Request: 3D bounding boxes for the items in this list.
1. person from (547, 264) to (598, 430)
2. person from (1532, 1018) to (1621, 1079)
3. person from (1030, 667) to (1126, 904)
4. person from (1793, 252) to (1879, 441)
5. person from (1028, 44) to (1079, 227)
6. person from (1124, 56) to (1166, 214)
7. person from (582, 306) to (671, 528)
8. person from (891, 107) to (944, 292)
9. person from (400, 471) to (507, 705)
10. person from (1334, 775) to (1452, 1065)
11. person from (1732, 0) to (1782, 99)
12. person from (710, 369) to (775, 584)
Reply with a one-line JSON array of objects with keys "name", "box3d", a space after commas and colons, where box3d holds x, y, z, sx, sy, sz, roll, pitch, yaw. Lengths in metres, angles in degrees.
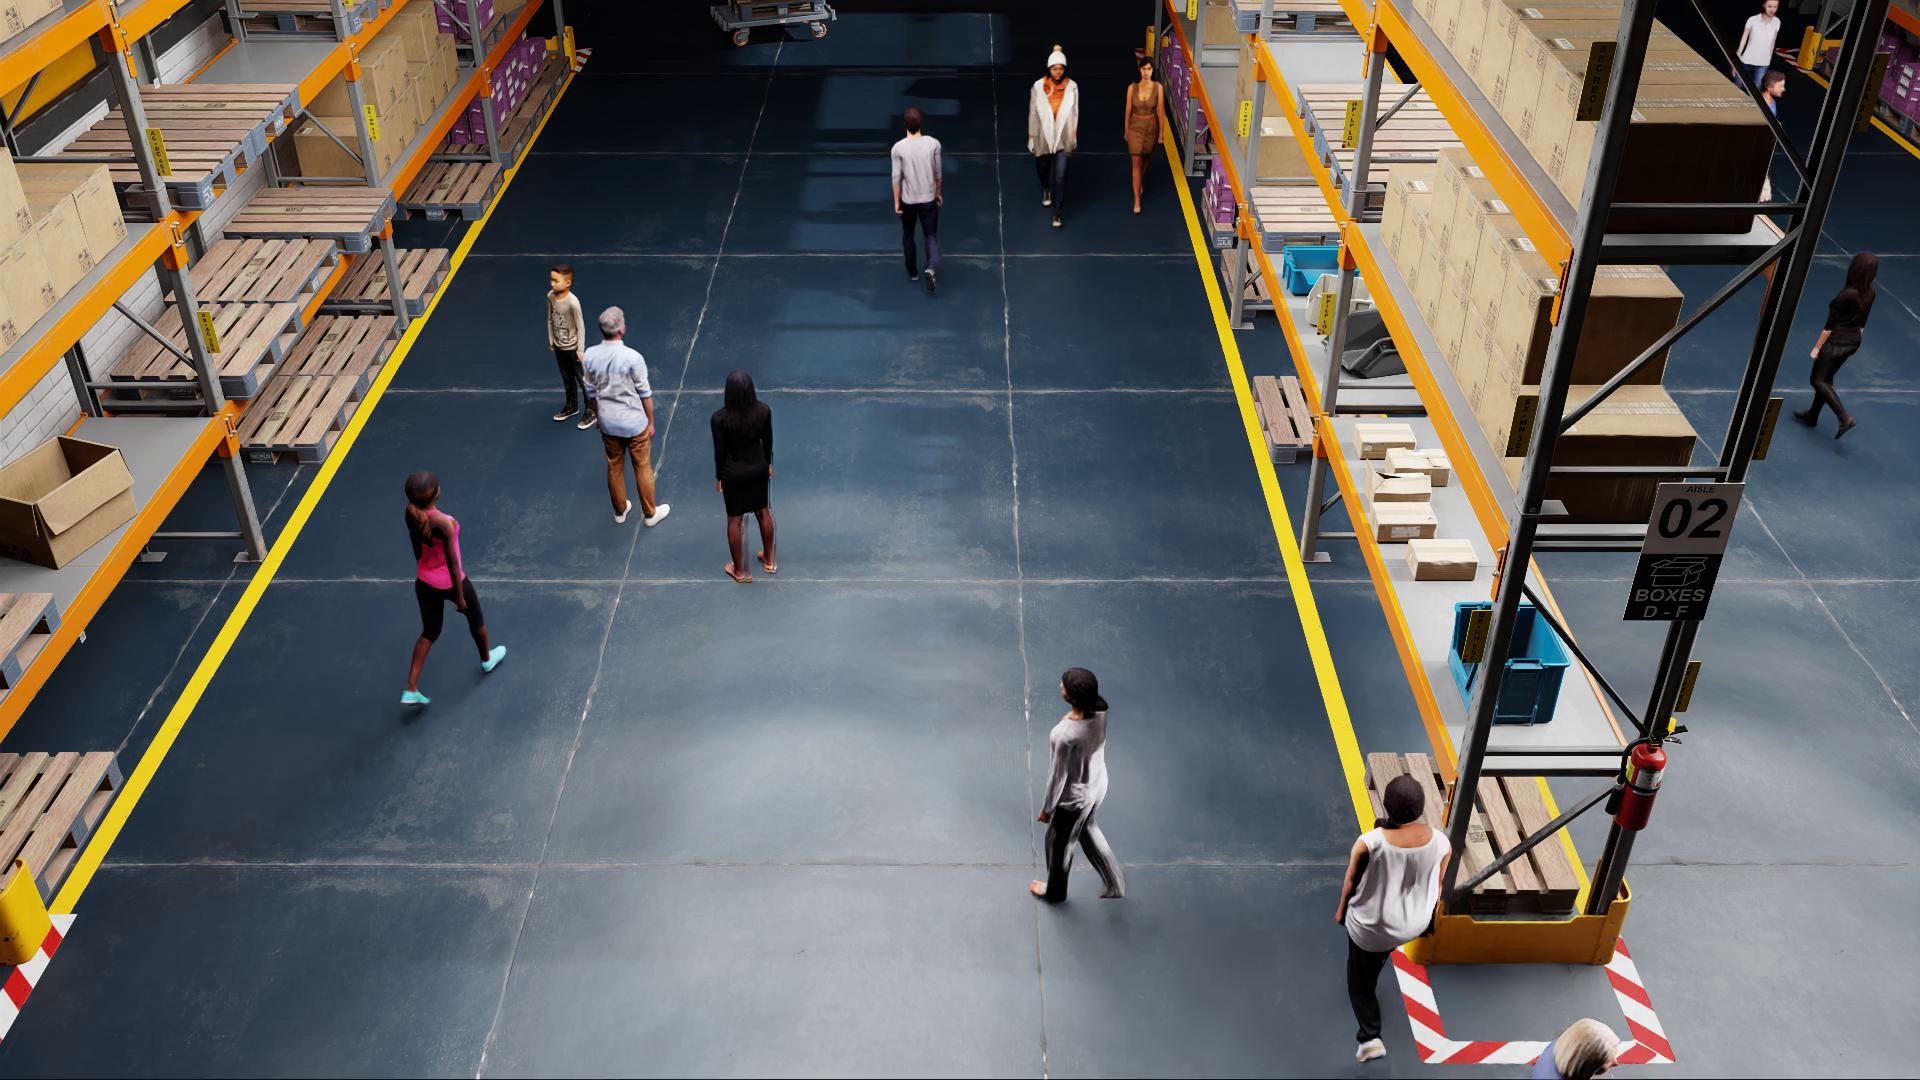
[{"name": "person", "box3d": [-3.337, -1.680, 14.251, 0.631, 1.465, 0.658, 19, 38, 27]}, {"name": "person", "box3d": [2.487, 2.719, 7.409, 0.857, 1.712, 0.933, 8, 34, 12]}, {"name": "person", "box3d": [0.717, 1.425, 9.311, 0.947, 1.761, 0.904, 24, 40, 31]}, {"name": "person", "box3d": [7.443, -1.598, 13.981, 0.796, 1.627, 0.982, -13, 36, -19]}, {"name": "person", "box3d": [1.005, -4.418, 18.023, 0.730, 1.848, 1.182, 1, 34, 2]}, {"name": "person", "box3d": [2.028, -4.498, 18.333, 0.605, 1.639, 1.040, 1, 34, 2]}, {"name": "person", "box3d": [-2.591, -0.939, 12.808, 0.736, 1.827, 0.661, 8, 34, 12]}, {"name": "person", "box3d": [-0.397, -3.341, 16.423, 0.745, 1.826, 1.026, -5, 34, -7]}, {"name": "person", "box3d": [-3.496, 0.352, 10.992, 0.918, 1.688, 1.198, 15, 36, 21]}, {"name": "person", "box3d": [2.206, 1.962, 8.587, 0.727, 1.668, 1.053, -4, 34, -6]}, {"name": "person", "box3d": [9.568, -5.741, 20.140, 0.776, 1.708, 1.164, 9, 35, 13]}, {"name": "person", "box3d": [-1.570, -0.486, 12.222, 0.691, 1.722, 0.683, -18, 38, -25]}]
